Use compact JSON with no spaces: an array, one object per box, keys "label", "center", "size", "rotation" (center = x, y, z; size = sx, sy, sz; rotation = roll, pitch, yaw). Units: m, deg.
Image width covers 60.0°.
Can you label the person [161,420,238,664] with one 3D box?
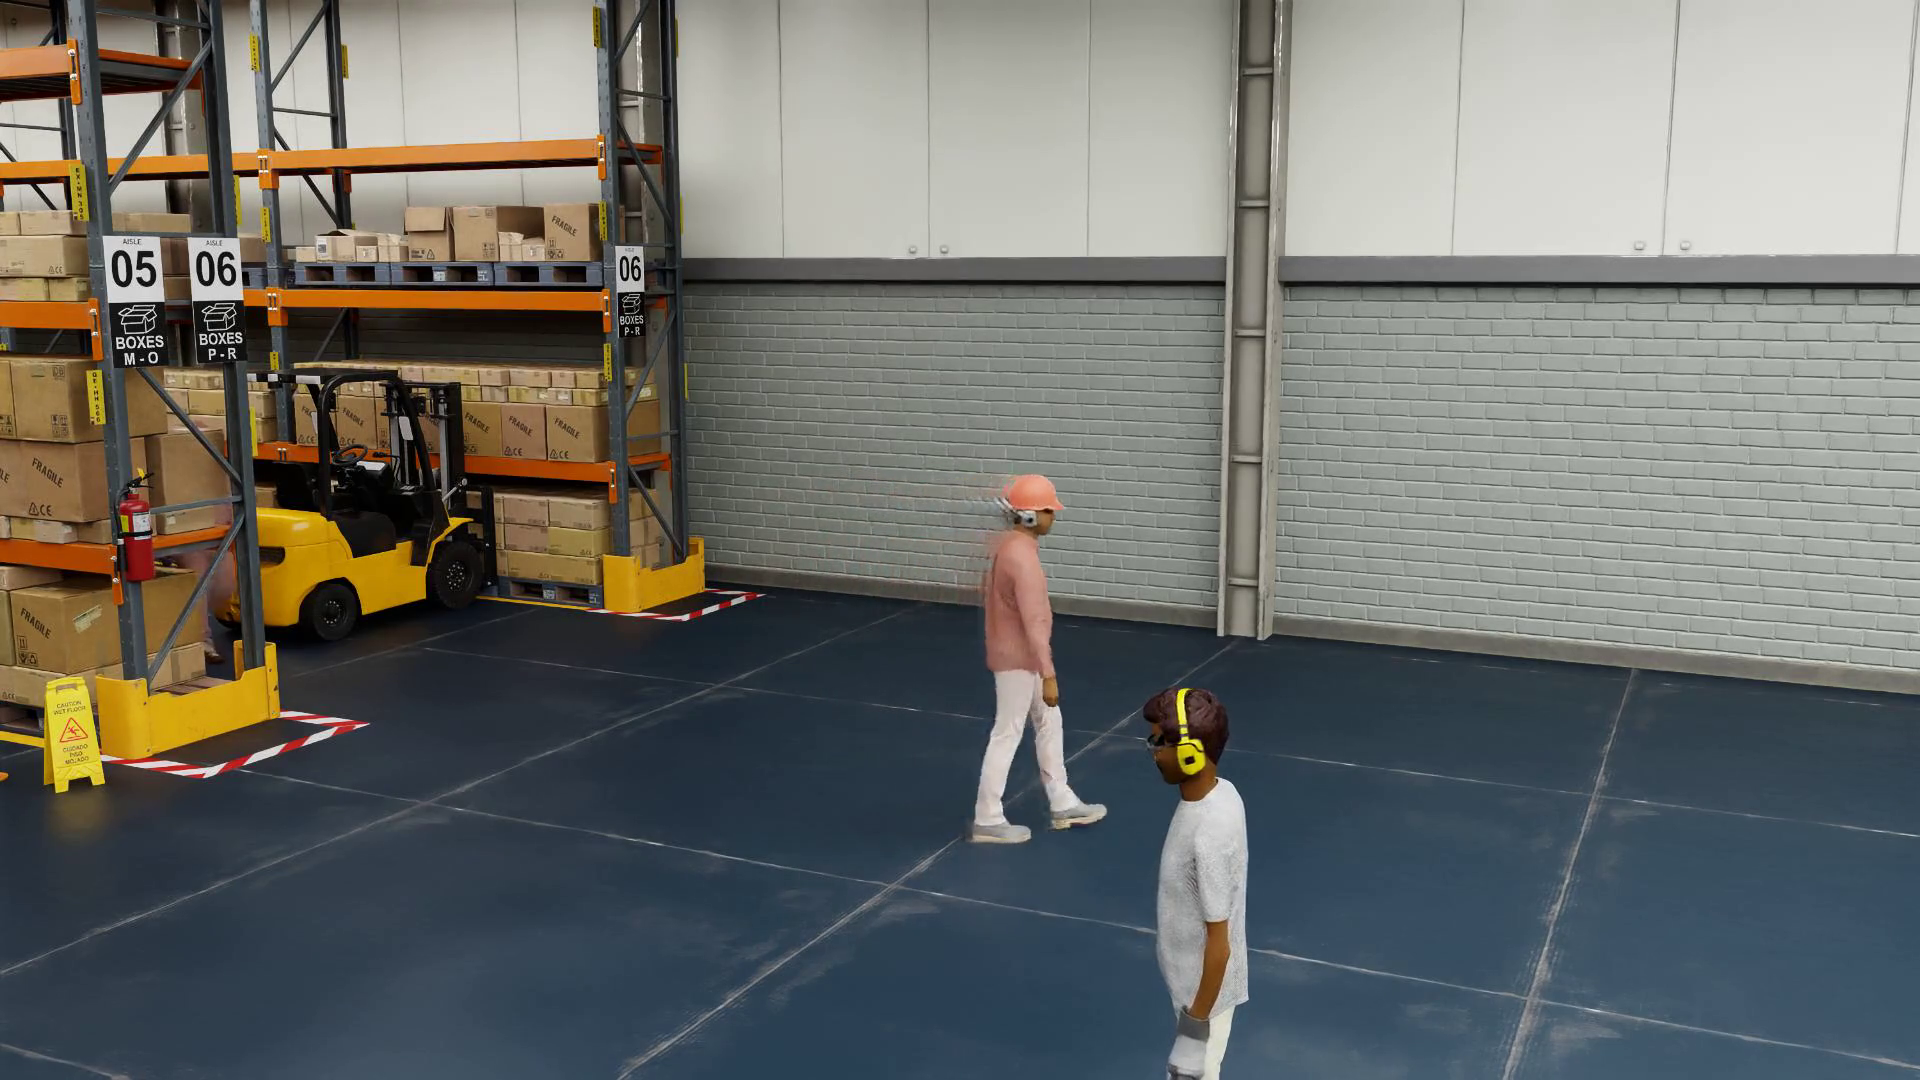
[{"label":"person","center":[-5.908,0.003,12.870],"size":[0.565,1.885,0.665],"rotation":[6,11,31]}]

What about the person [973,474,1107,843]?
[{"label":"person","center":[0.457,0.634,8.772],"size":[0.863,1.958,0.644],"rotation":[-1,9,-4]}]

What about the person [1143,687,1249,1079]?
[{"label":"person","center":[0.667,1.331,4.807],"size":[0.328,1.865,0.521],"rotation":[1,9,8]}]
